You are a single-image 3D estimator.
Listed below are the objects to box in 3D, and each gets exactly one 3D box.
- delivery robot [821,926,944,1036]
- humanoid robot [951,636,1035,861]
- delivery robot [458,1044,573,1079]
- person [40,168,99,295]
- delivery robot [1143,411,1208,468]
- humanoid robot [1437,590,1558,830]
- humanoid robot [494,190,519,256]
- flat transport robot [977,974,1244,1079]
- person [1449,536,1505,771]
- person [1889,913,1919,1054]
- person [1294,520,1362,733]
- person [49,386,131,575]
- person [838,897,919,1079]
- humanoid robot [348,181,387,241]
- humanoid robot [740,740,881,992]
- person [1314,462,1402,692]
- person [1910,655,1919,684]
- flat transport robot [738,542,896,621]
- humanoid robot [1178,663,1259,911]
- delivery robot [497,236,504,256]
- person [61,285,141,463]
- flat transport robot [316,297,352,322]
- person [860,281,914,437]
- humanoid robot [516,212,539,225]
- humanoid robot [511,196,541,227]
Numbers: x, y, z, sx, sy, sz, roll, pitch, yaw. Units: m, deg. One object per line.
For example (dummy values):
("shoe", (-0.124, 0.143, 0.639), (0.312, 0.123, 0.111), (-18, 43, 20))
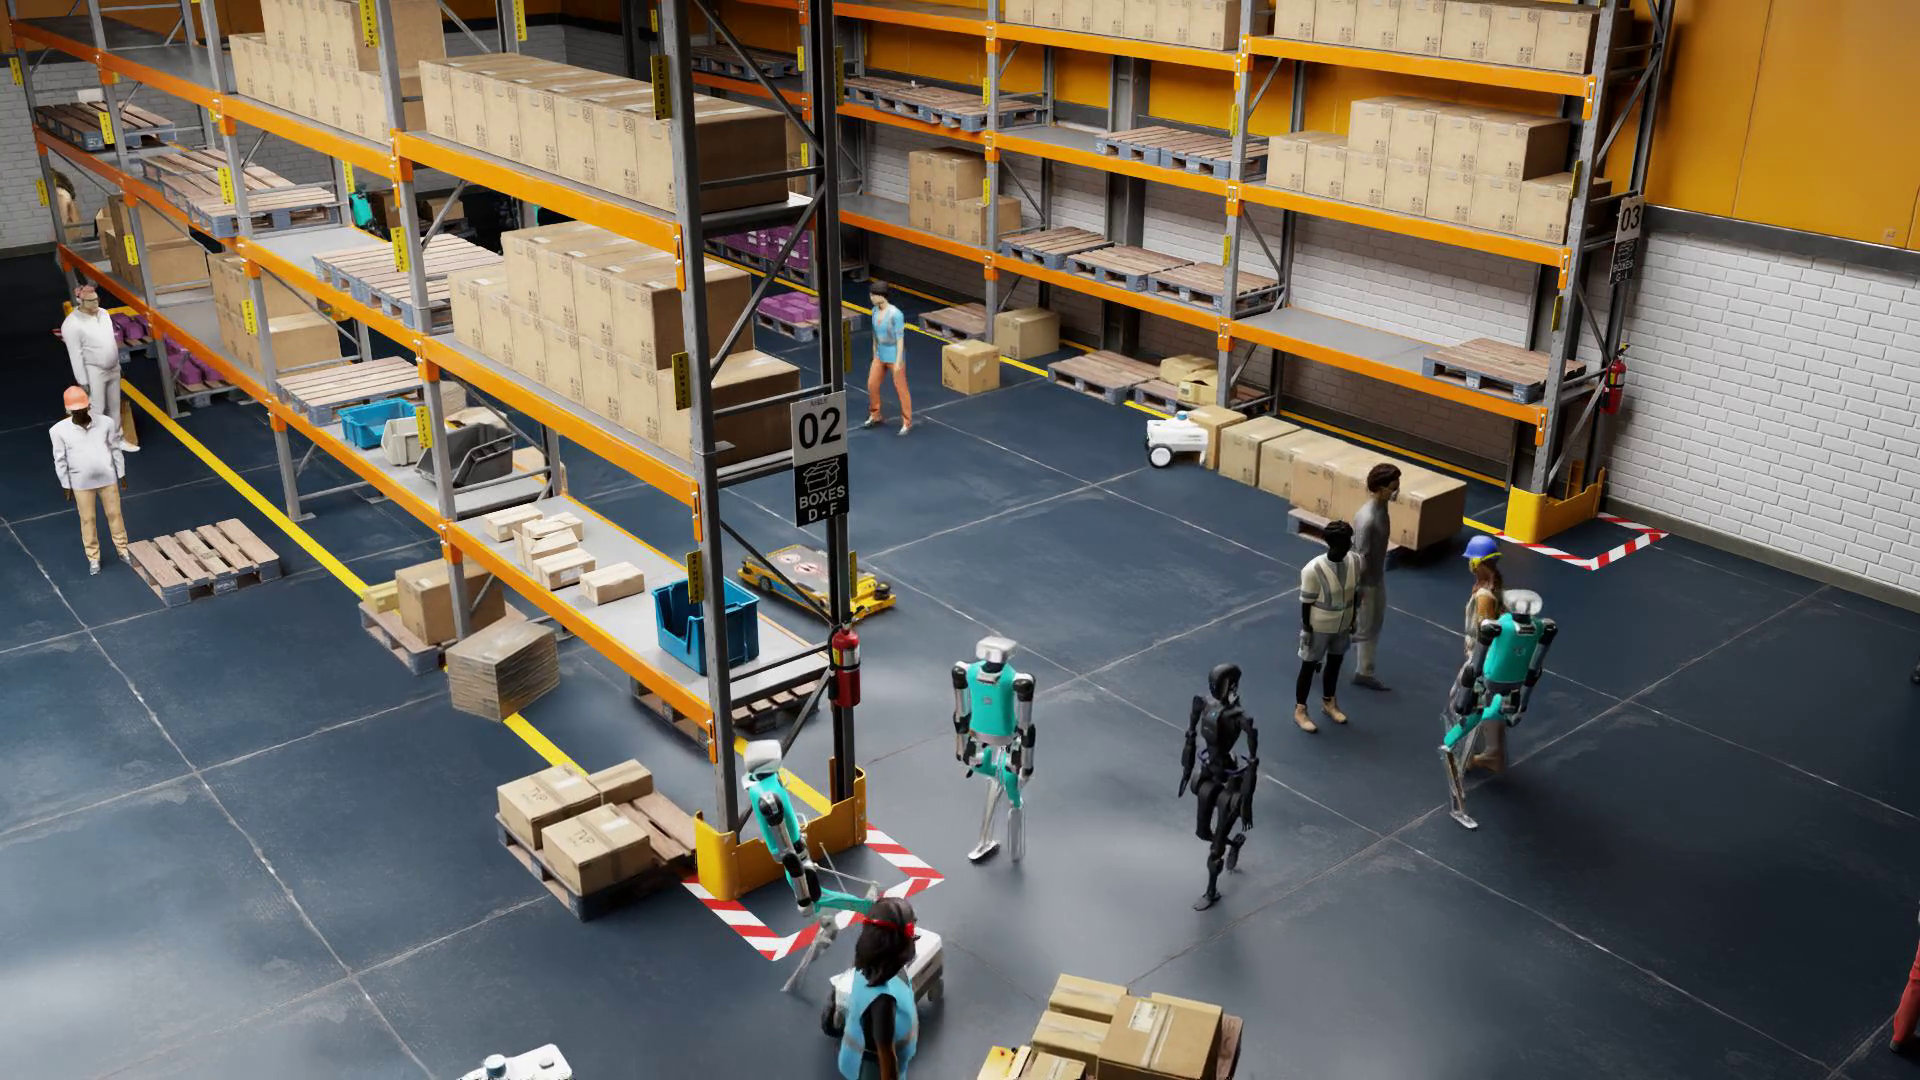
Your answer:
("delivery robot", (-0.407, 2.535, 9.433), (0.499, 0.610, 0.804), (13, 27, 27))
("humanoid robot", (0.283, 1.389, 10.716), (0.532, 1.890, 0.779), (8, 25, 19))
("delivery robot", (-2.350, 2.907, 8.541), (0.788, 0.587, 0.499), (-15, 27, -30))
("person", (-12.885, -4.433, 23.940), (0.596, 1.848, 0.574), (-11, 26, -25))
("delivery robot", (2.336, -1.085, 17.787), (0.760, 0.589, 0.510), (0, 23, 0))
("humanoid robot", (3.568, 1.043, 11.377), (0.572, 1.748, 0.859), (-4, 24, -9))
("humanoid robot", (-6.952, -4.962, 25.391), (0.495, 1.641, 0.596), (-15, 28, -31))
("flat transport robot", (0.753, 3.003, 8.690), (1.431, 0.231, 0.659), (8, 25, 17))
("person", (3.744, 0.826, 11.873), (0.548, 1.726, 0.503), (12, 26, 26))
("person", (5.409, 2.086, 8.936), (0.339, 1.756, 0.516), (-17, 29, -34))
("person", (2.743, 0.625, 12.402), (0.534, 1.691, 0.319), (-12, 26, -25))
("person", (-7.847, -0.559, 15.064), (0.570, 1.750, 0.328), (-17, 29, -35))
("person", (-0.371, 2.503, 7.864), (0.615, 1.852, 0.653), (1, 23, 3))
("humanoid robot", (-8.162, -4.125, 23.397), (0.776, 1.808, 0.536), (6, 24, 14))
("humanoid robot", (-0.756, 1.898, 9.489), (0.922, 1.772, 0.537), (-7, 24, -15))
("person", (3.115, 0.280, 12.961), (0.612, 1.877, 0.552), (13, 27, 28))
("person", (7.804, 0.265, 12.948), (0.546, 1.924, 0.382), (14, 27, 29))
("flat transport robot", (-1.289, 0.371, 14.785), (0.659, 0.231, 1.431), (-21, 31, -39))
("humanoid robot", (1.688, 1.496, 10.417), (0.585, 1.646, 0.601), (-20, 30, -38))
("delivery robot", (-6.793, -4.538, 25.816), (0.791, 0.614, 0.499), (11, 25, 23))
("person", (-9.146, -1.786, 17.719), (0.406, 1.904, 0.651), (5, 24, 11))
("flat transport robot", (-9.061, -3.234, 23.132), (1.431, 0.231, 0.659), (4, 24, 10))
("person", (-0.827, -2.020, 18.471), (0.578, 1.743, 0.496), (20, 30, 38))
("humanoid robot", (-6.980, -5.592, 26.741), (0.553, 1.792, 0.669), (-11, 26, -23))
("humanoid robot", (-6.780, -5.244, 26.017), (0.551, 1.840, 0.794), (-7, 24, -15))
